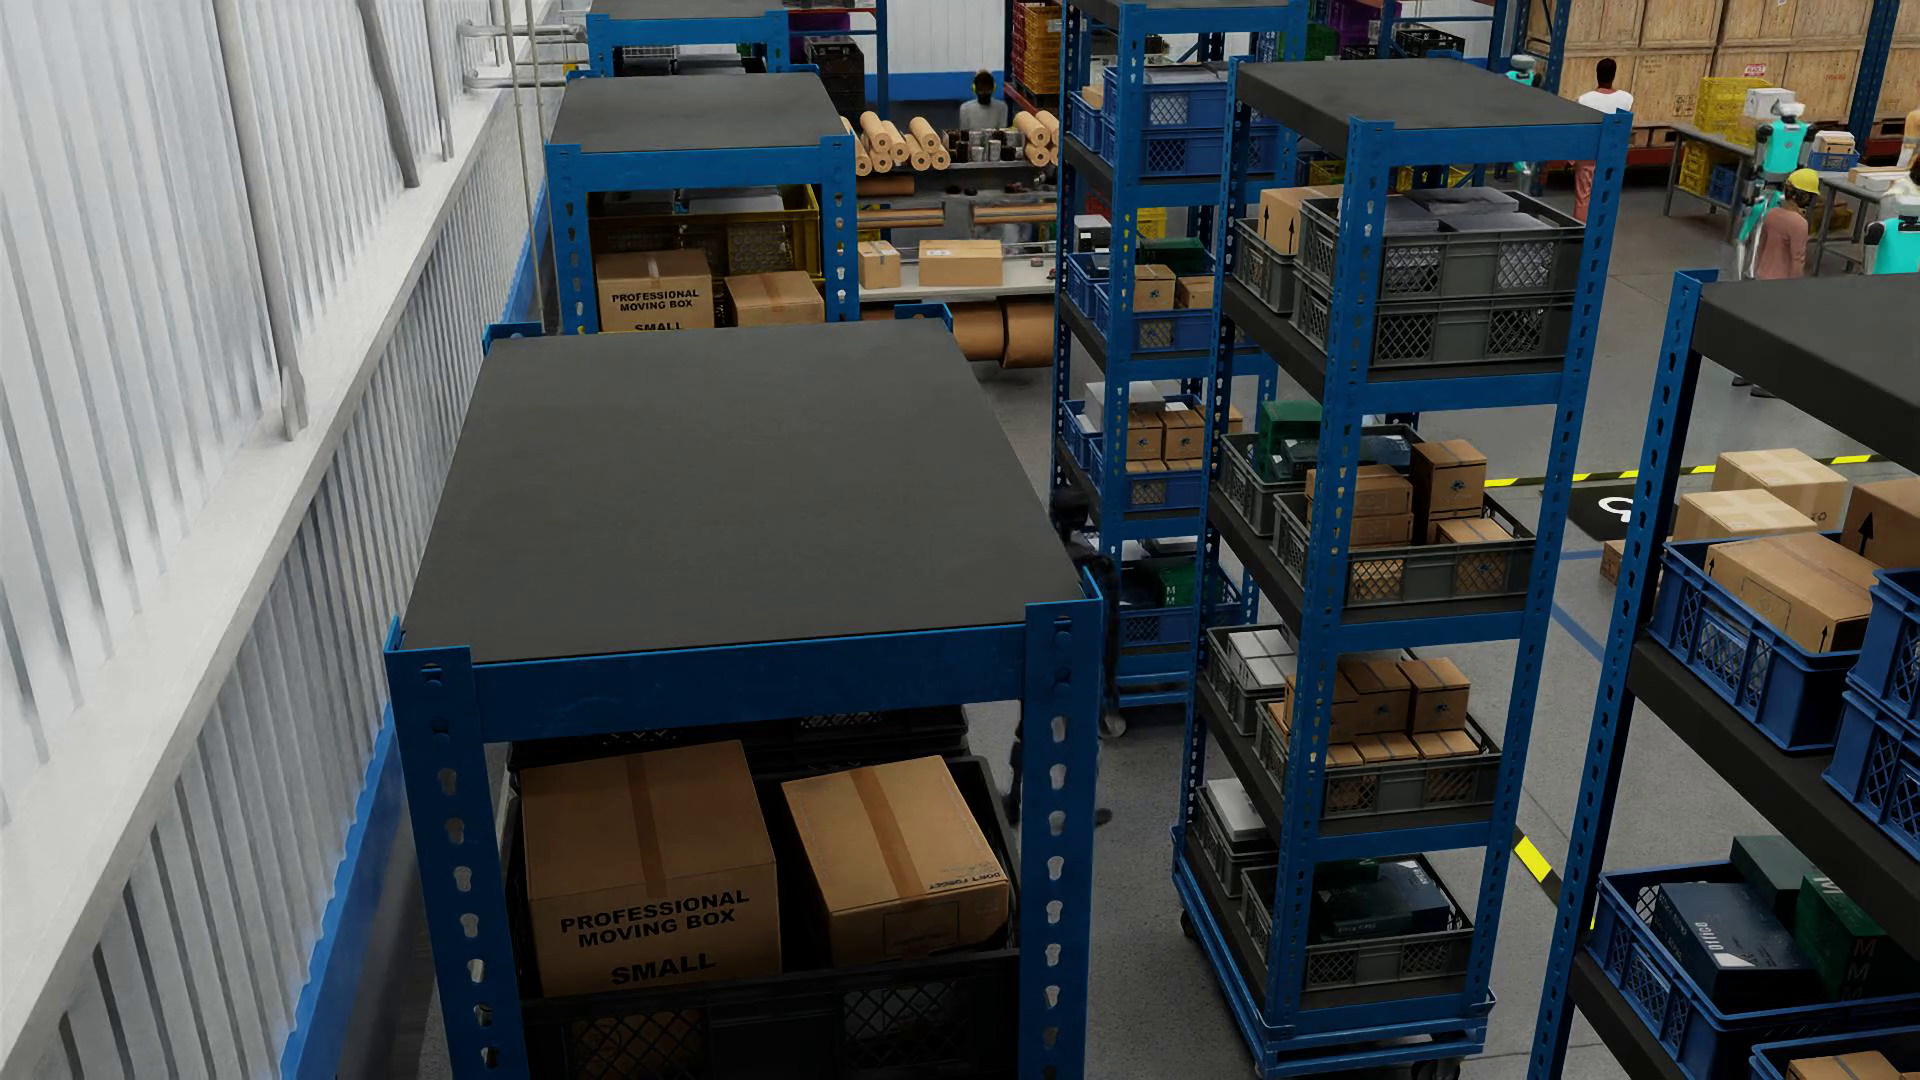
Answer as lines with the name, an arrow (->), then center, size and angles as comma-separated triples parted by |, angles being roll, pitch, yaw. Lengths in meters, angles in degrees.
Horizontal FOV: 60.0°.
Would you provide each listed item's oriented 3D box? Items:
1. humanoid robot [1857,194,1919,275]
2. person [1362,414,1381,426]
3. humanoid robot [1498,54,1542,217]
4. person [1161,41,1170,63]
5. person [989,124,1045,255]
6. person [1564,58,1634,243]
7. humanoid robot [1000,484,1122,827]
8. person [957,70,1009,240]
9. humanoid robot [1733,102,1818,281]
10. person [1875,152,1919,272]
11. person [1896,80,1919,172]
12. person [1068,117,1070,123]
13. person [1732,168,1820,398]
humanoid robot -> 6.652, -1.544, 11.736 | 0.533, 1.677, 0.735 | 0, 25, 0
person -> 1.822, 0.200, 7.969 | 0.596, 1.850, 0.398 | -2, 25, -4
humanoid robot -> 6.055, -4.228, 17.776 | 0.530, 1.784, 0.999 | -7, 26, -14
person -> 2.077, -4.634, 18.526 | 0.482, 1.811, 0.527 | 7, 26, 15
person -> 0.483, -2.937, 14.963 | 0.482, 1.707, 0.729 | -14, 28, -28
person -> 6.374, -3.833, 16.665 | 0.587, 1.914, 0.391 | -3, 25, -7
humanoid robot -> 0.427, 0.543, 7.425 | 0.608, 1.635, 0.386 | 11, 27, 23
person -> 0.254, -3.710, 16.492 | 0.499, 1.839, 0.717 | -4, 25, -9
humanoid robot -> 7.528, -3.232, 15.604 | 0.540, 1.802, 0.790 | 1, 25, 2
person -> 7.514, -2.246, 13.324 | 0.752, 1.823, 0.512 | -13, 28, -27
person -> 9.172, -3.539, 16.000 | 0.550, 1.932, 0.374 | -8, 26, -17
person -> 1.325, -4.421, 18.014 | 0.360, 1.856, 0.506 | 20, 31, 36
person -> 6.308, -1.977, 12.813 | 0.324, 1.759, 0.523 | -3, 25, -6
